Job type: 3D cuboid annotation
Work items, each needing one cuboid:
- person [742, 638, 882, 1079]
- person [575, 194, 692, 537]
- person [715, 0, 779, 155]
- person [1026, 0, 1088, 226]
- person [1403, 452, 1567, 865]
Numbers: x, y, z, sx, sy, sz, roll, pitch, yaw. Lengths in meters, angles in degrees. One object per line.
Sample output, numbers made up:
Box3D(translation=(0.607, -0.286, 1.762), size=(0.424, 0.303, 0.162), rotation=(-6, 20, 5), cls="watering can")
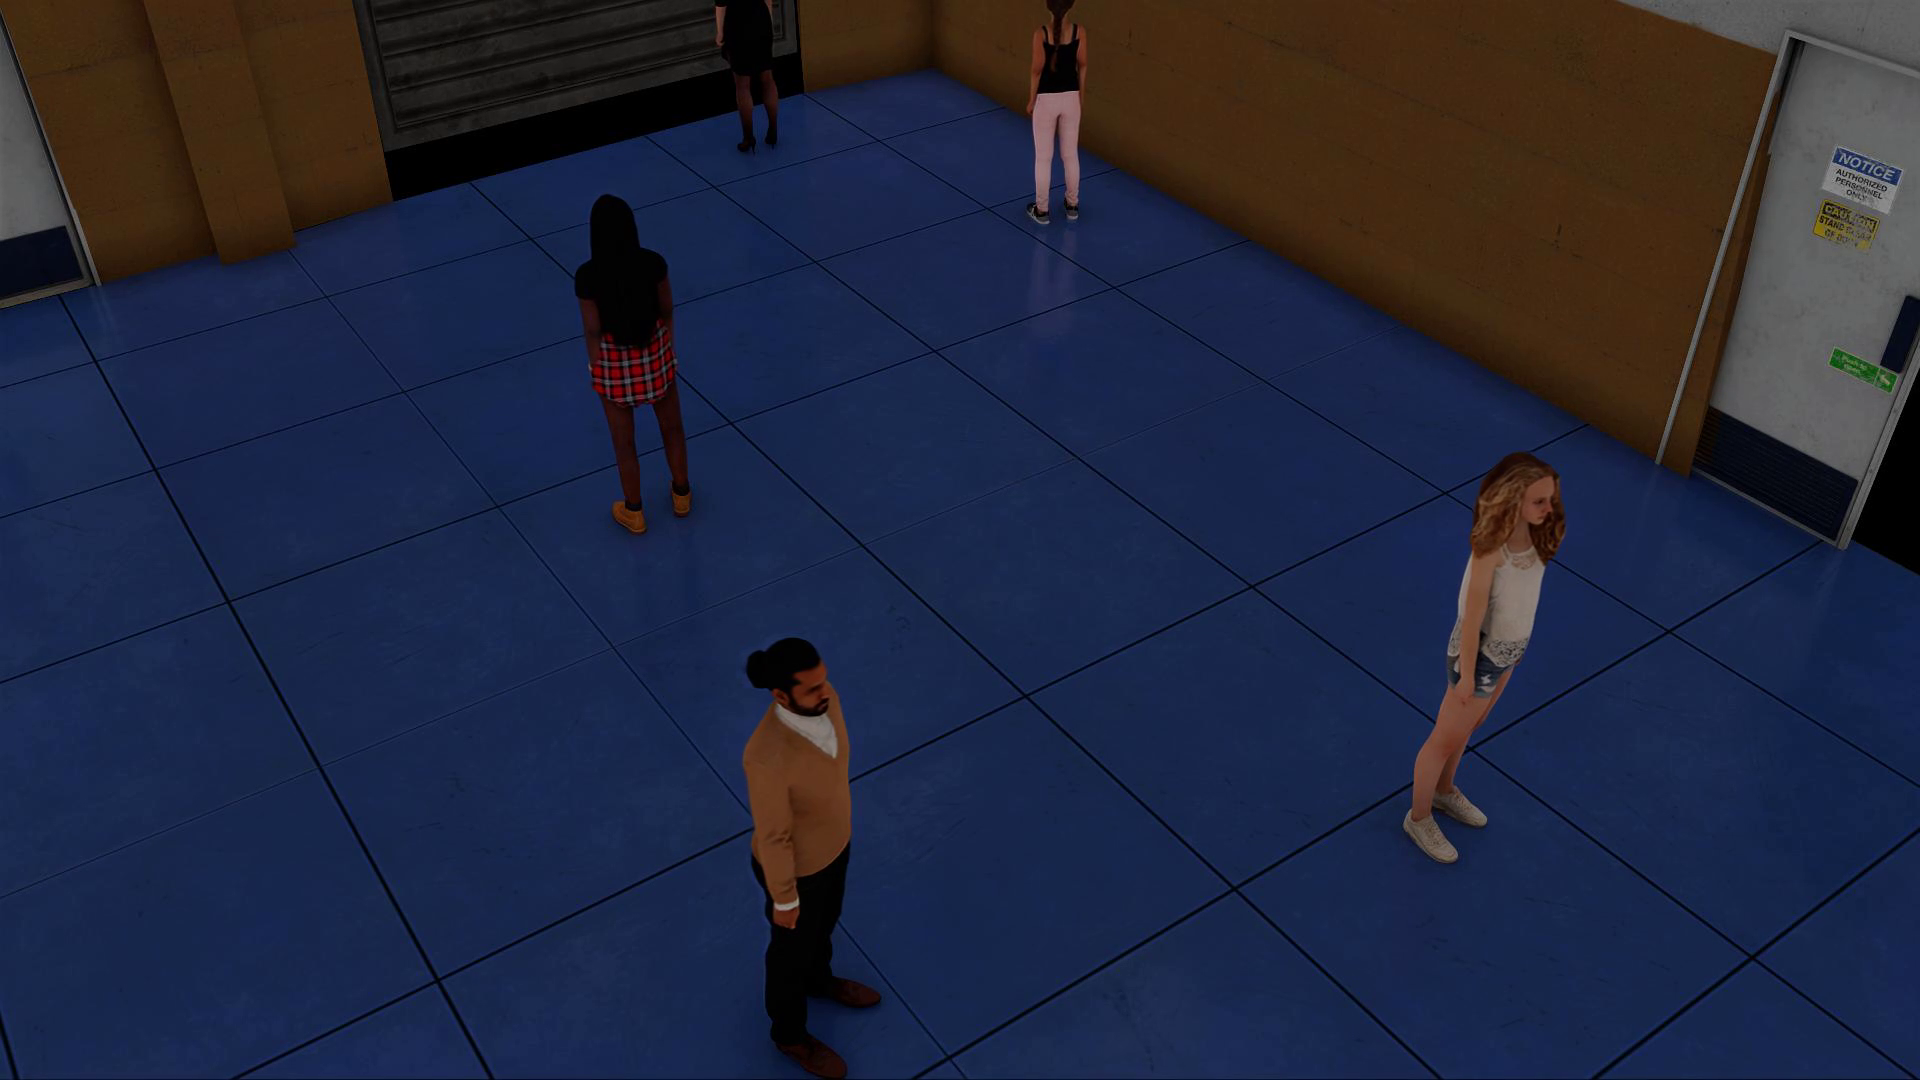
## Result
Box3D(translation=(-0.499, 0.999, 5.356), size=(0.814, 1.754, 0.720), rotation=(11, 38, 15), cls="person")
Box3D(translation=(-1.525, -0.813, 7.791), size=(0.545, 1.728, 0.680), rotation=(-19, 41, -24), cls="person")
Box3D(translation=(-1.454, -3.477, 11.347), size=(0.445, 1.704, 0.654), rotation=(-20, 41, -25), cls="person")
Box3D(translation=(0.614, -2.767, 10.530), size=(0.541, 1.564, 0.658), rotation=(-9, 38, -11), cls="person")
Box3D(translation=(1.905, 0.424, 6.118), size=(0.671, 1.759, 0.519), rotation=(29, 46, 33), cls="person")
